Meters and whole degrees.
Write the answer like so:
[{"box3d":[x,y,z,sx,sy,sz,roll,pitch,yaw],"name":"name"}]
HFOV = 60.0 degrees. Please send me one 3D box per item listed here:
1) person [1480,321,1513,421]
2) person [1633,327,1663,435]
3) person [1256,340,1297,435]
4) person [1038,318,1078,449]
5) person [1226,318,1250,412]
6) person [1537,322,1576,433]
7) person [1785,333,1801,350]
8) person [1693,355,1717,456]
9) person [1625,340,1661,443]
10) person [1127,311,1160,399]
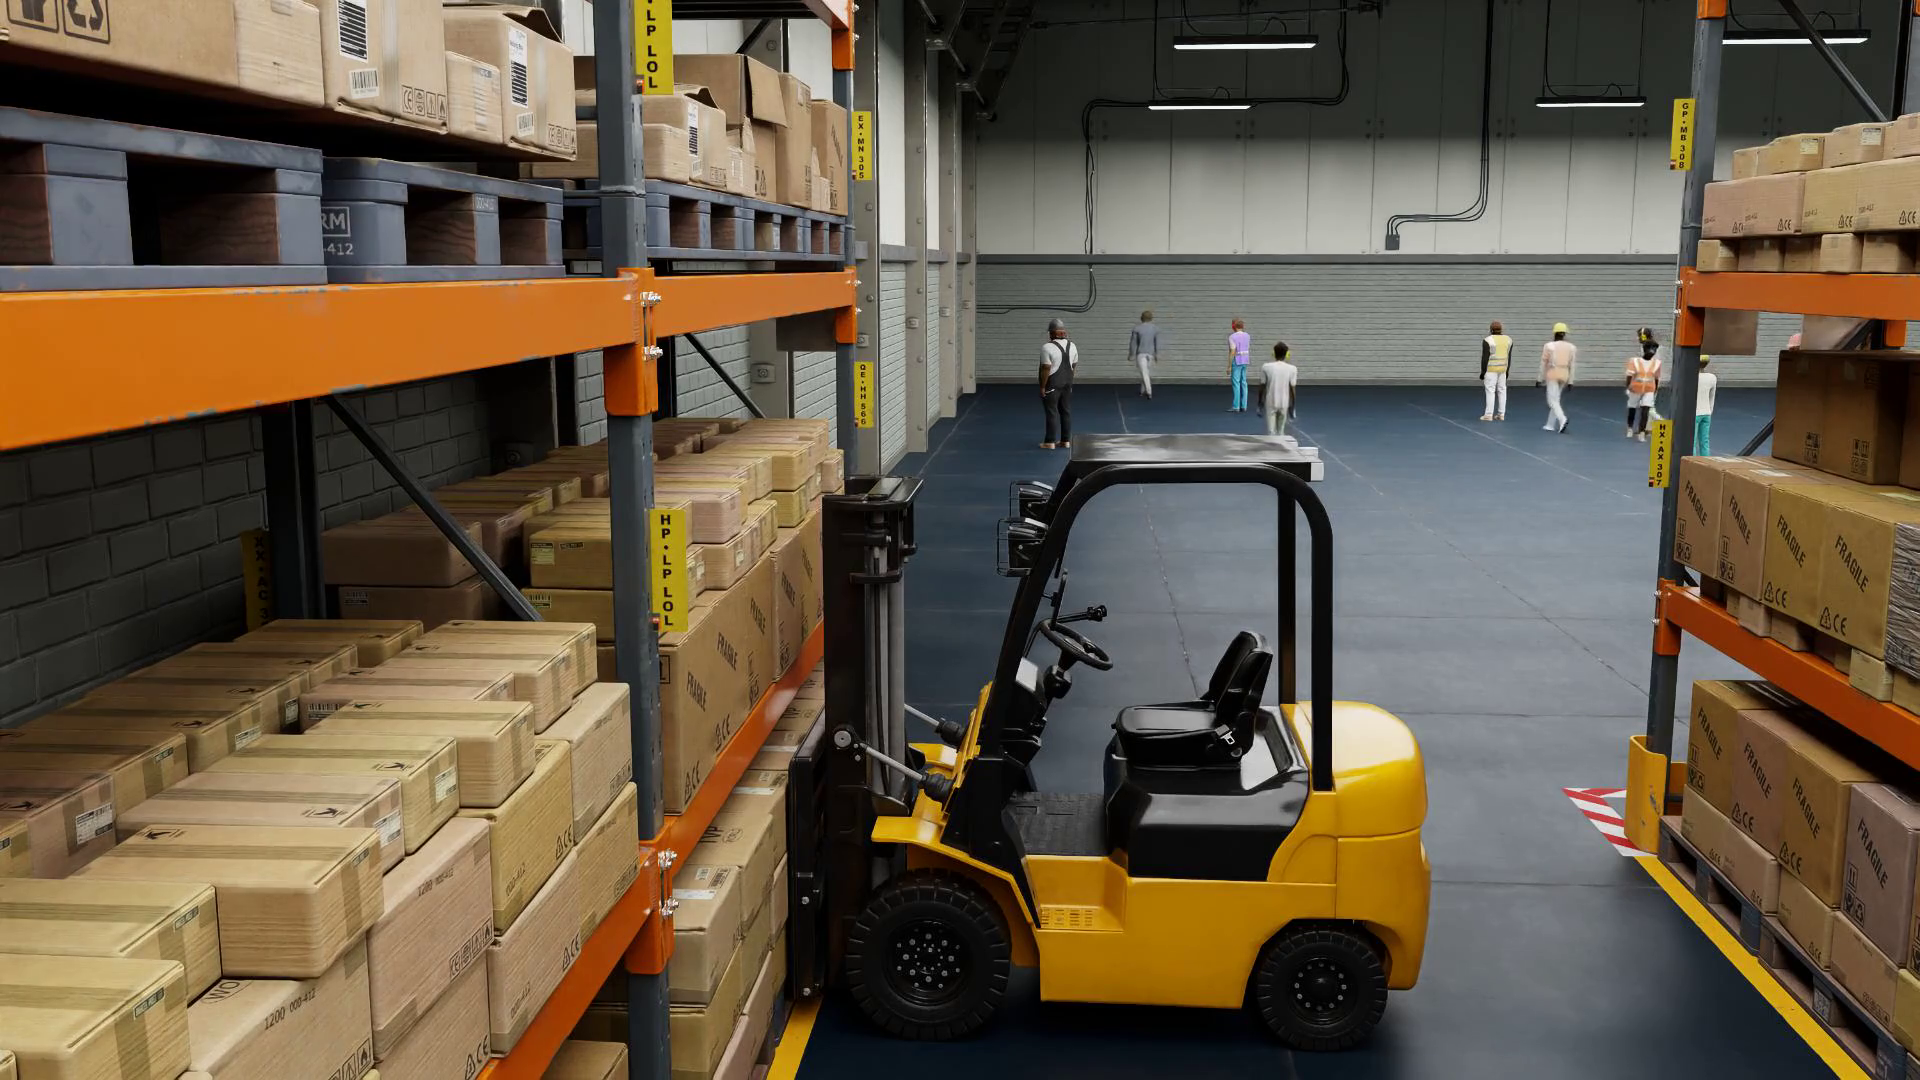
[{"box3d":[9.887,-3.120,30.768,0.624,1.838,0.430,-3,10,-18],"name":"person"},{"box3d":[11.631,-2.667,28.017,0.523,1.841,0.537,-9,13,-43],"name":"person"},{"box3d":[4.385,-1.836,22.994,0.517,1.842,0.832,-1,9,-3],"name":"person"},{"box3d":[1.476,-2.452,26.098,0.682,2.000,0.537,-8,12,-39],"name":"person"},{"box3d":[5.447,-3.408,32.502,0.563,1.839,0.393,-8,12,-41],"name":"person"},{"box3d":[10.281,-2.786,28.573,0.600,1.899,0.842,-2,10,-13],"name":"person"},{"box3d":[11.757,-1.920,23.232,0.600,1.925,0.567,0,9,2],"name":"person"},{"box3d":[9.736,-1.638,21.991,0.525,1.772,0.305,-4,10,-21],"name":"person"},{"box3d":[11.112,-2.433,27.121,0.542,1.661,0.726,2,10,13],"name":"person"},{"box3d":[4.004,-4.001,35.965,0.643,1.897,1.012,-3,10,-19],"name":"person"}]
